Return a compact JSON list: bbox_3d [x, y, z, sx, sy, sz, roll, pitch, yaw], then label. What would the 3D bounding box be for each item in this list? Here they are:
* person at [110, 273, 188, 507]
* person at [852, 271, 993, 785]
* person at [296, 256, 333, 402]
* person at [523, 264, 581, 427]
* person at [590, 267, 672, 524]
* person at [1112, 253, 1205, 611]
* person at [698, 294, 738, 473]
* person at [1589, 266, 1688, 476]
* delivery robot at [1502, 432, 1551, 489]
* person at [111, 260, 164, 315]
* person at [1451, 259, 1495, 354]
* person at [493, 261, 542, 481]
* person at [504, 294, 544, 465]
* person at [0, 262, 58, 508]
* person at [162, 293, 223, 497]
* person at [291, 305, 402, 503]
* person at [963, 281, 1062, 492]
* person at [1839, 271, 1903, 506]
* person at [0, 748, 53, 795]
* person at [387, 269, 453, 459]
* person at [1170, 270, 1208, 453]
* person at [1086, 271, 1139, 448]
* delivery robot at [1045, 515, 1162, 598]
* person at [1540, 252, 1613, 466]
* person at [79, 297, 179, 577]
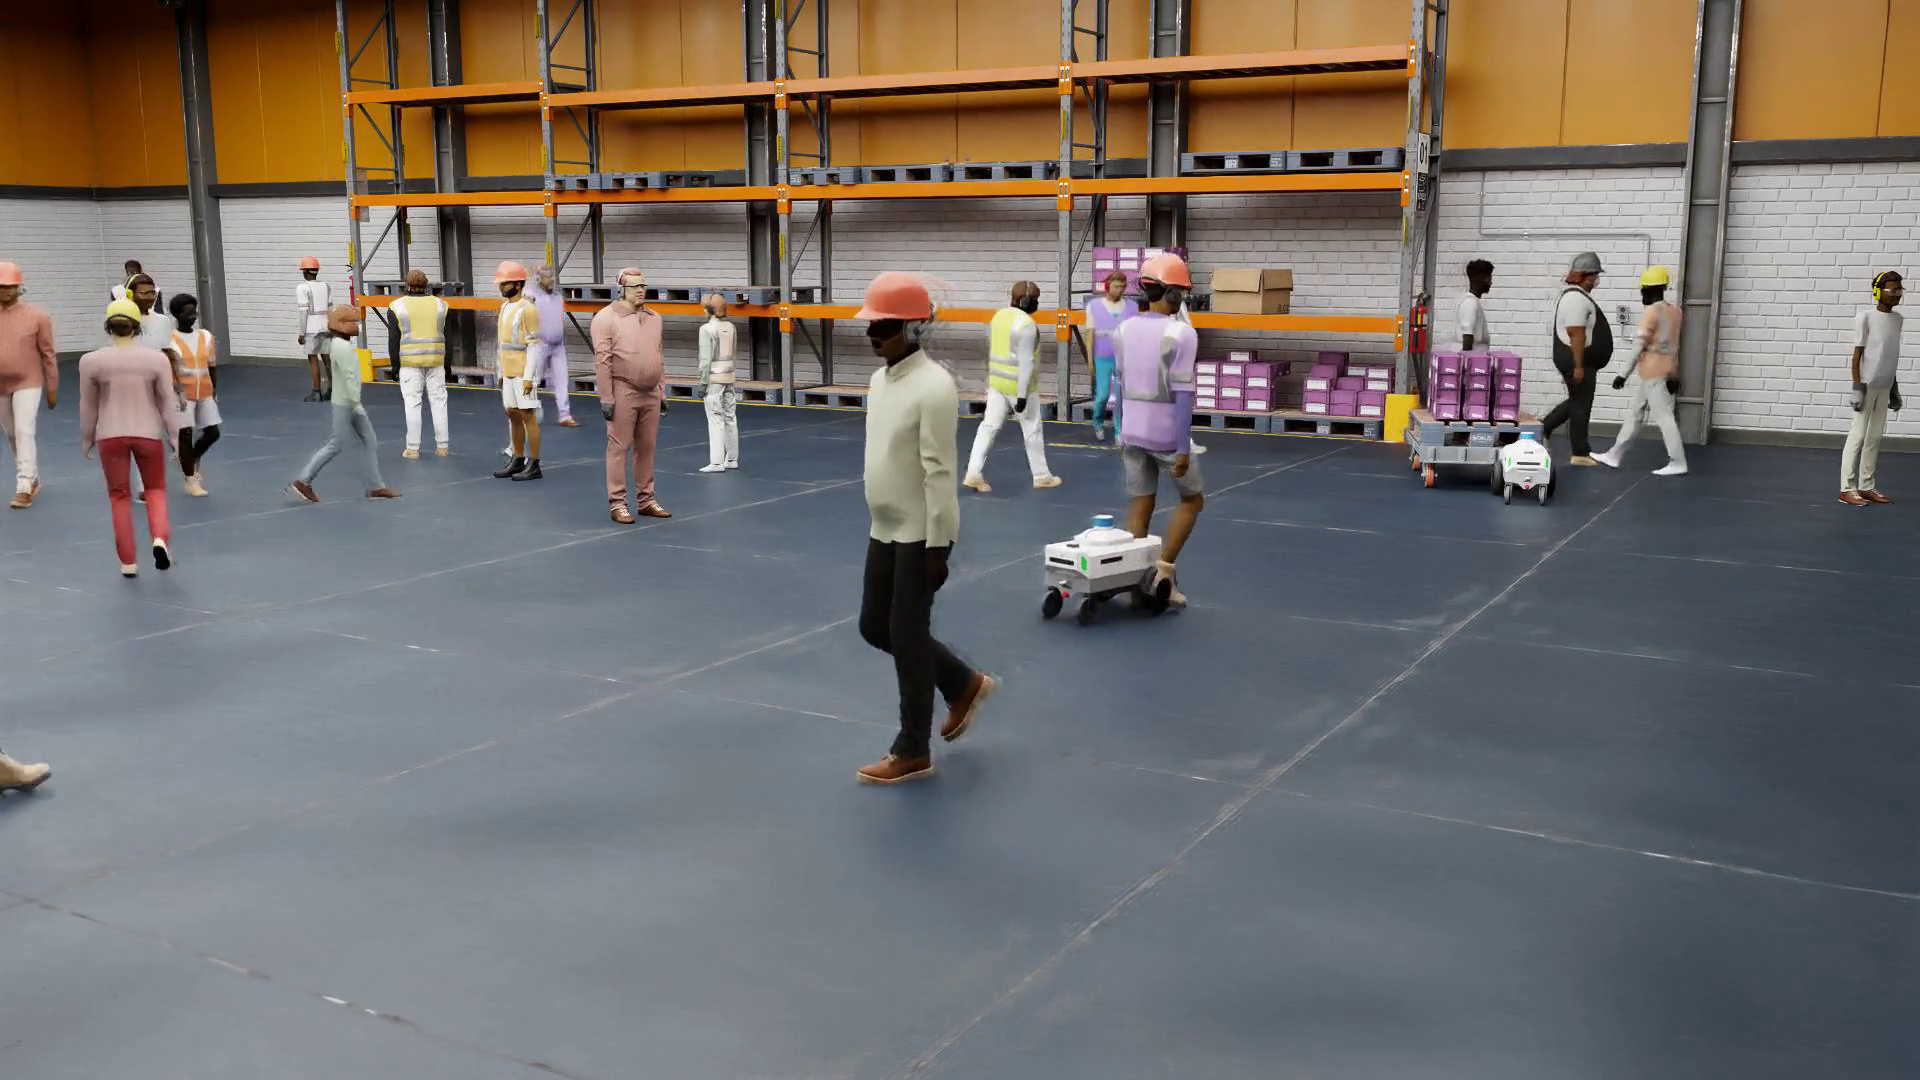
[{"bbox_3d":[-6.400,-1.177,13.195,0.672,1.847,0.564,6,12,30],"label":"person"},{"bbox_3d":[-0.140,-0.050,6.480,0.582,1.979,0.621,-6,12,-30],"label":"person"},{"bbox_3d":[-8.598,-2.801,22.146,0.371,1.935,0.551,5,11,27],"label":"person"},{"bbox_3d":[-4.815,-2.235,19.131,0.887,1.879,0.654,6,12,32],"label":"person"},{"bbox_3d":[-2.447,-1.087,12.531,0.410,1.909,0.643,8,13,37],"label":"person"},{"bbox_3d":[1.124,-0.591,9.384,0.425,2.030,0.615,-10,14,-44],"label":"person"},{"bbox_3d":[-2.221,-1.433,15.250,0.307,1.636,0.525,5,11,26],"label":"person"},{"bbox_3d":[6.243,-1.531,15.126,0.948,1.879,0.593,8,13,37],"label":"person"},{"bbox_3d":[4.608,-0.636,13.538,0.477,0.478,0.707,3,10,15],"label":"delivery robot"},{"bbox_3d":[-10.487,-2.626,21.265,0.595,1.902,0.619,-3,10,-17],"label":"person"},{"bbox_3d":[4.917,-1.718,15.977,0.431,1.946,0.629,3,11,18],"label":"person"},{"bbox_3d":[-3.935,-1.493,14.736,0.352,1.940,0.545,-10,14,-44],"label":"person"},{"bbox_3d":[-4.083,-1.485,15.575,0.361,1.624,0.526,-2,10,-13],"label":"person"},{"bbox_3d":[-7.644,-1.264,13.445,0.614,1.948,1.036,-2,10,-10],"label":"person"},{"bbox_3d":[-6.424,-1.200,13.803,0.474,1.689,0.543,7,12,34],"label":"person"},{"bbox_3d":[-5.020,-1.099,13.466,0.789,1.602,0.500,-2,10,-13],"label":"person"},{"bbox_3d":[0.432,-1.290,14.045,0.989,1.790,0.613,-8,13,-37],"label":"person"},{"bbox_3d":[7.348,-1.211,13.334,0.518,1.874,0.329,-4,11,-23],"label":"person"},{"bbox_3d":[-3.811,0.156,6.153,0.789,1.659,0.544,-9,13,-40],"label":"person"},{"bbox_3d":[-5.277,-1.716,16.283,0.625,1.842,0.429,-6,12,-32],"label":"person"},{"bbox_3d":[2.106,-1.796,16.679,0.741,1.862,0.587,3,10,16],"label":"person"},{"bbox_3d":[1.568,-1.886,17.293,0.575,1.821,0.638,-1,10,-8],"label":"person"},{"bbox_3d":[0.807,0.104,9.346,0.707,0.478,0.477,-9,14,-43],"label":"delivery robot"},{"bbox_3d":[5.828,-1.726,15.767,0.672,2.000,0.694,3,11,18],"label":"person"},{"bbox_3d":[-5.193,-0.636,10.422,0.543,1.750,0.393,-5,11,-28],"label":"person"}]
